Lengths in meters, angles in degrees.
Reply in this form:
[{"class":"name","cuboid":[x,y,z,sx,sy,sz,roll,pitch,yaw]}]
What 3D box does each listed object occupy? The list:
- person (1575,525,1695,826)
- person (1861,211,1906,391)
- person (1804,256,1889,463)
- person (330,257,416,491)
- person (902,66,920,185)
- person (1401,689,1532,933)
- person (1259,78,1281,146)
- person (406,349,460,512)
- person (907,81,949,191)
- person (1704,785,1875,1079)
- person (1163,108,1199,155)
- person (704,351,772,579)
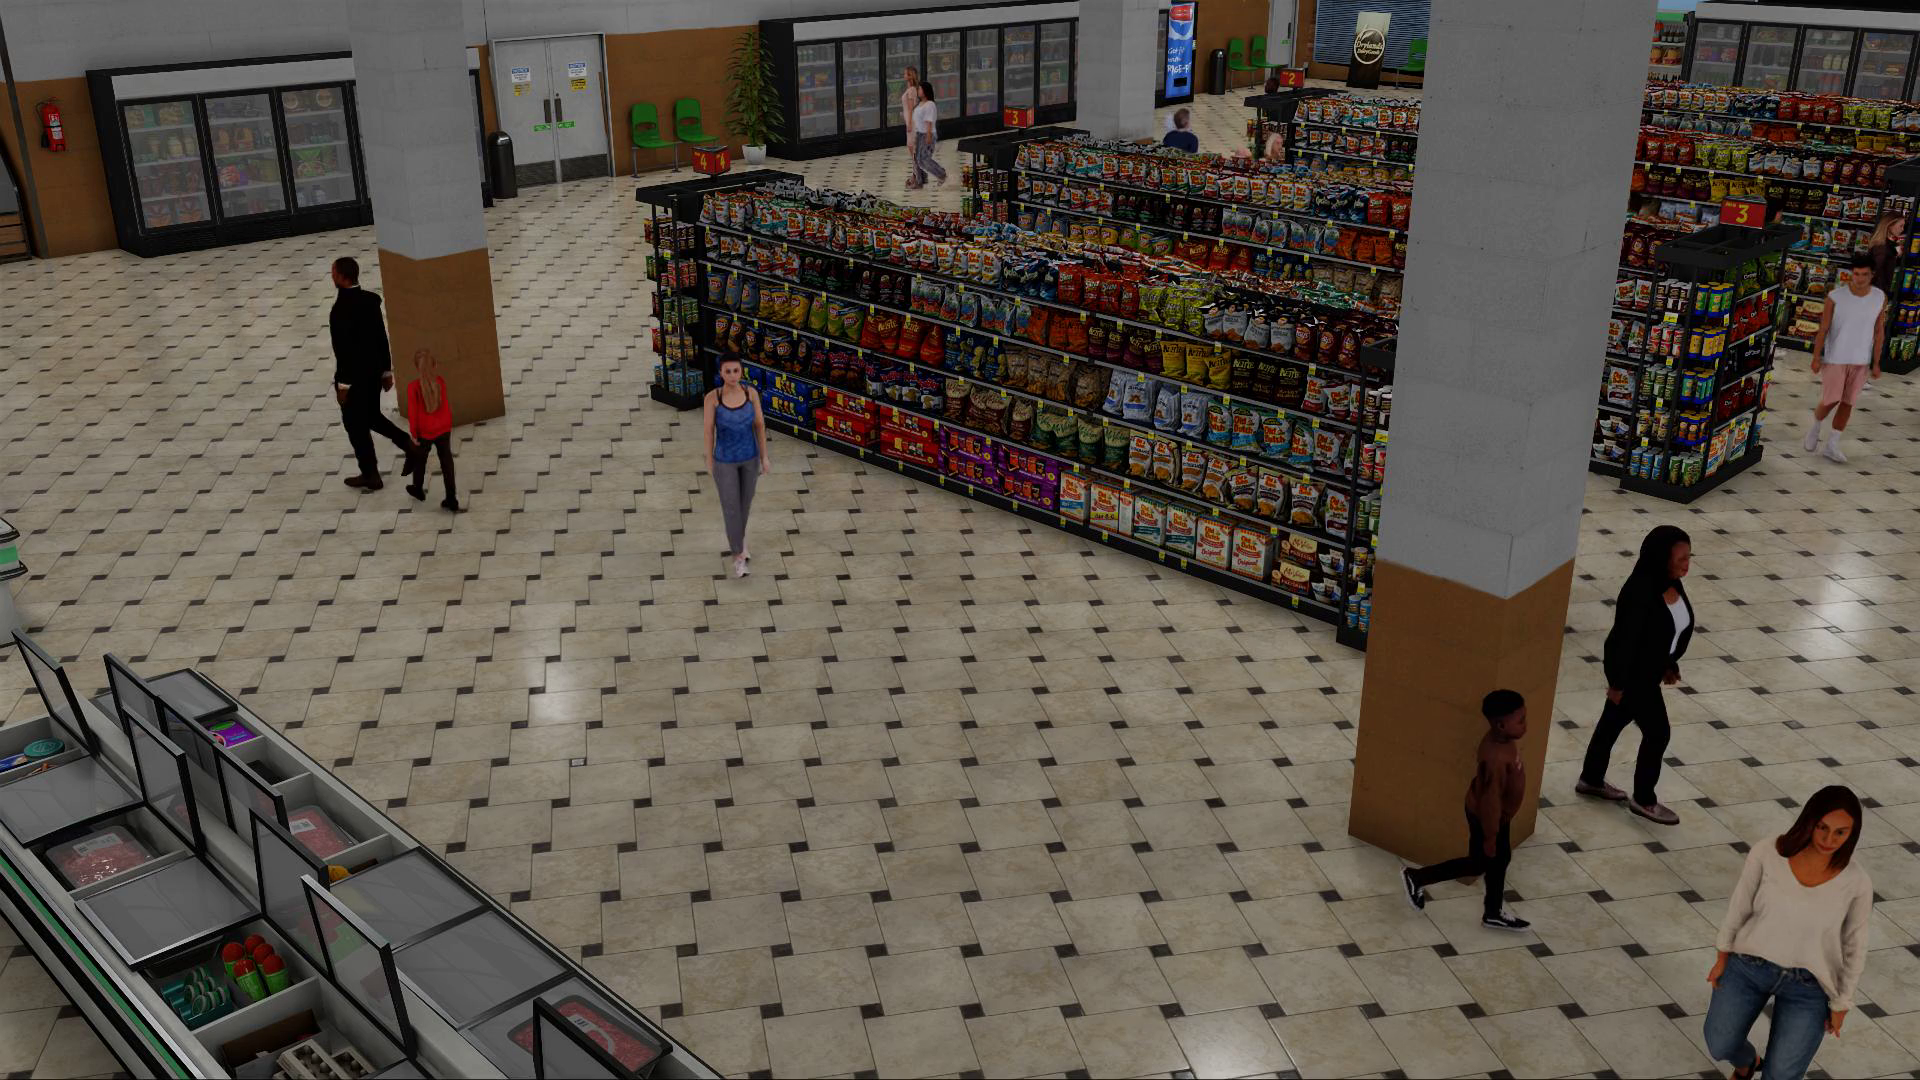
[{"class":"person","cuboid":[3.463,0.670,8.711,0.844,1.595,0.731,14,26,31]},{"class":"person","cuboid":[8.759,-2.324,16.016,0.623,1.704,0.665,10,24,24]},{"class":"person","cuboid":[7.453,-1.549,14.008,0.830,1.763,0.891,2,22,5]},{"class":"person","cuboid":[-4.687,-1.296,13.207,1.081,1.891,0.967,5,22,12]},{"class":"person","cuboid":[-0.749,-6.604,26.533,0.679,1.805,0.639,2,22,5]},{"class":"person","cuboid":[2.387,1.257,7.729,0.920,1.238,0.743,8,23,19]},{"class":"person","cuboid":[4.712,-6.076,25.201,0.801,1.819,0.661,-7,23,-16]},{"class":"person","cuboid":[-4.047,-0.822,12.887,0.505,1.251,0.828,-20,29,-40]},{"class":"person","cuboid":[-0.481,-6.302,25.963,0.987,1.669,0.963,-5,22,-12]},{"class":"person","cuboid":[3.085,1.620,6.243,0.793,1.671,0.779,15,26,32]},{"class":"person","cuboid":[2.780,-4.582,21.468,1.136,1.828,0.769,18,28,38]},{"class":"person","cuboid":[-1.605,-0.576,11.829,0.752,1.583,0.974,-11,24,-25]}]
